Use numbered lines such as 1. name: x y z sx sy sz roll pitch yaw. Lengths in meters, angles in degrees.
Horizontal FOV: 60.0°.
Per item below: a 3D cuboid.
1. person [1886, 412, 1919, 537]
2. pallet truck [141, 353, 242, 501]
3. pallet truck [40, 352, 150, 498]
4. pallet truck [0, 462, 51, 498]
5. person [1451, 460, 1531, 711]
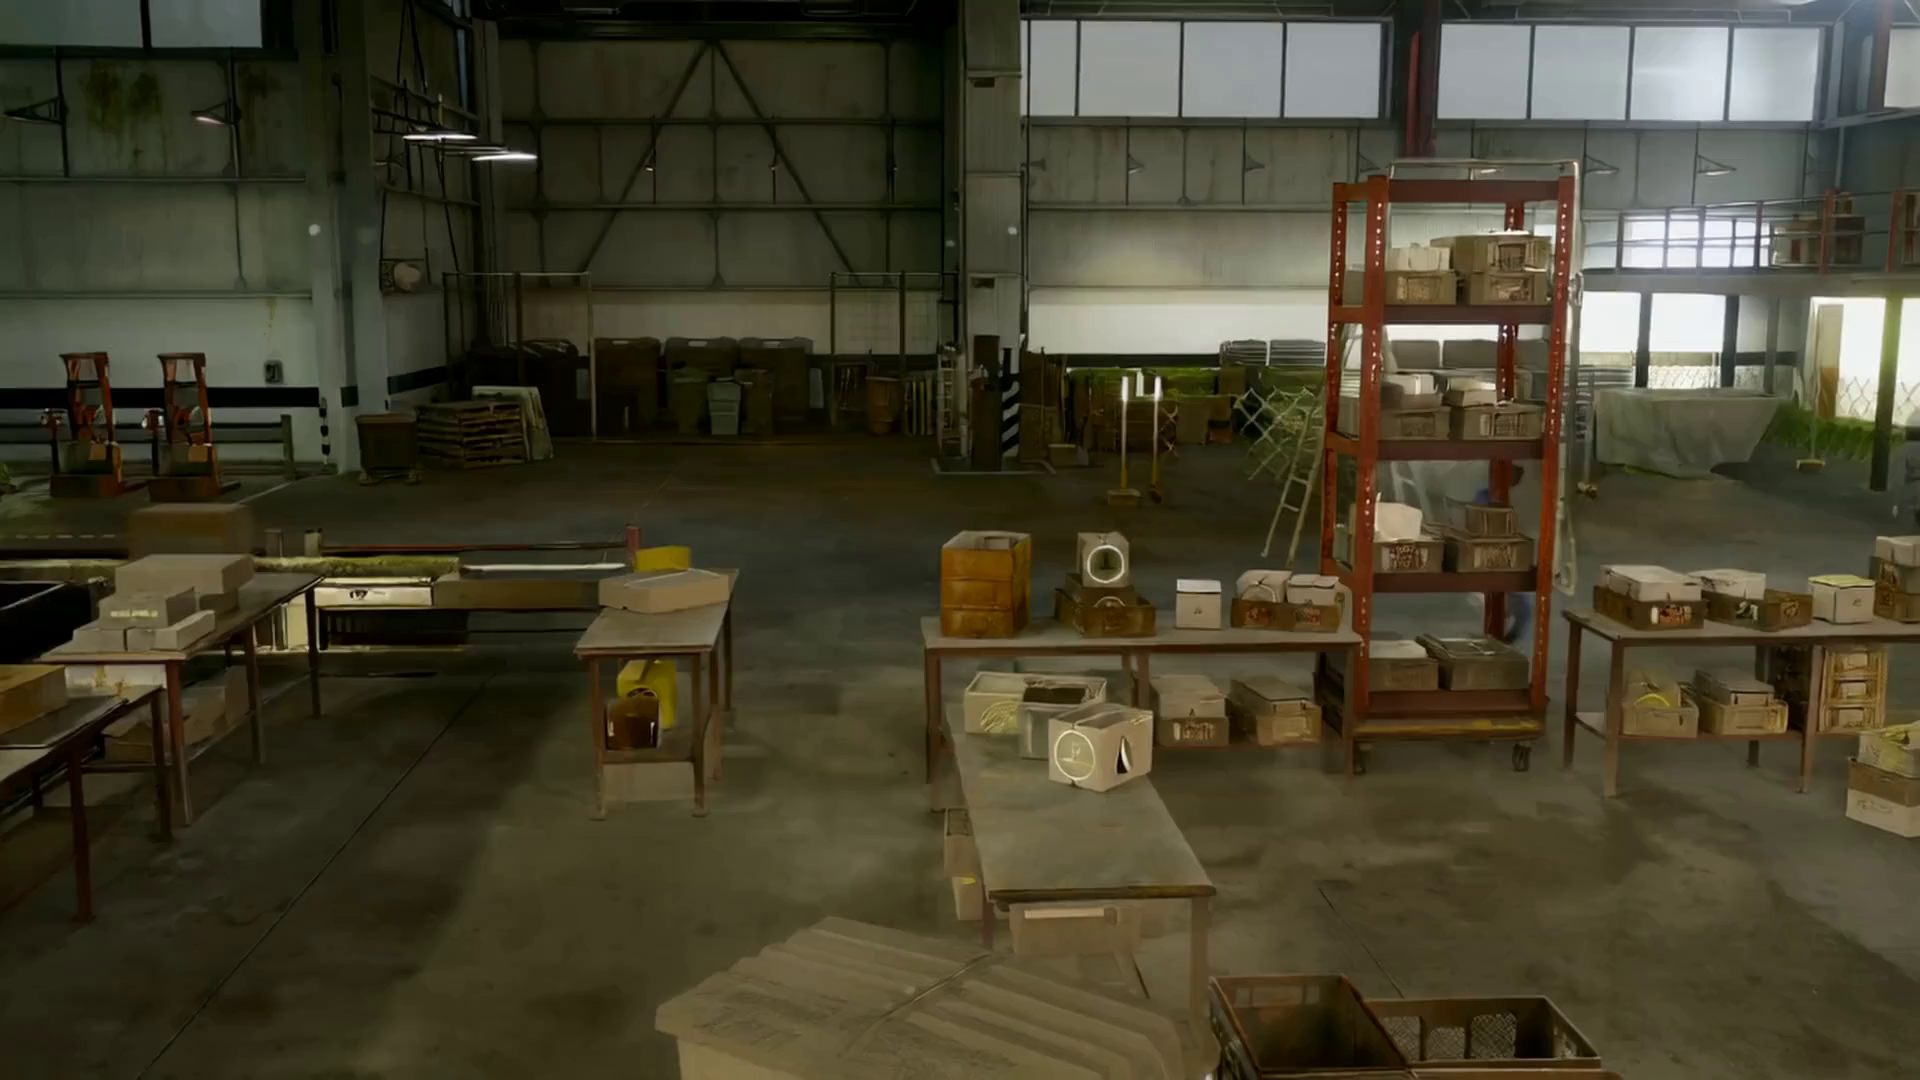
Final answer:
1. person: 9.216 -0.373 16.032 0.499 1.726 0.384 0 9 -3
2. pallet truck: -10.520 -1.604 22.925 0.823 1.965 1.885 -1 9 -6
3. pallet truck: -11.907 -1.642 23.165 0.823 1.965 1.885 0 9 0
4. pallet truck: -13.193 -1.293 23.148 0.653 1.274 1.630 -1 9 -4
5. person: 3.571 0.280 11.340 0.598 1.919 0.561 0 9 2
